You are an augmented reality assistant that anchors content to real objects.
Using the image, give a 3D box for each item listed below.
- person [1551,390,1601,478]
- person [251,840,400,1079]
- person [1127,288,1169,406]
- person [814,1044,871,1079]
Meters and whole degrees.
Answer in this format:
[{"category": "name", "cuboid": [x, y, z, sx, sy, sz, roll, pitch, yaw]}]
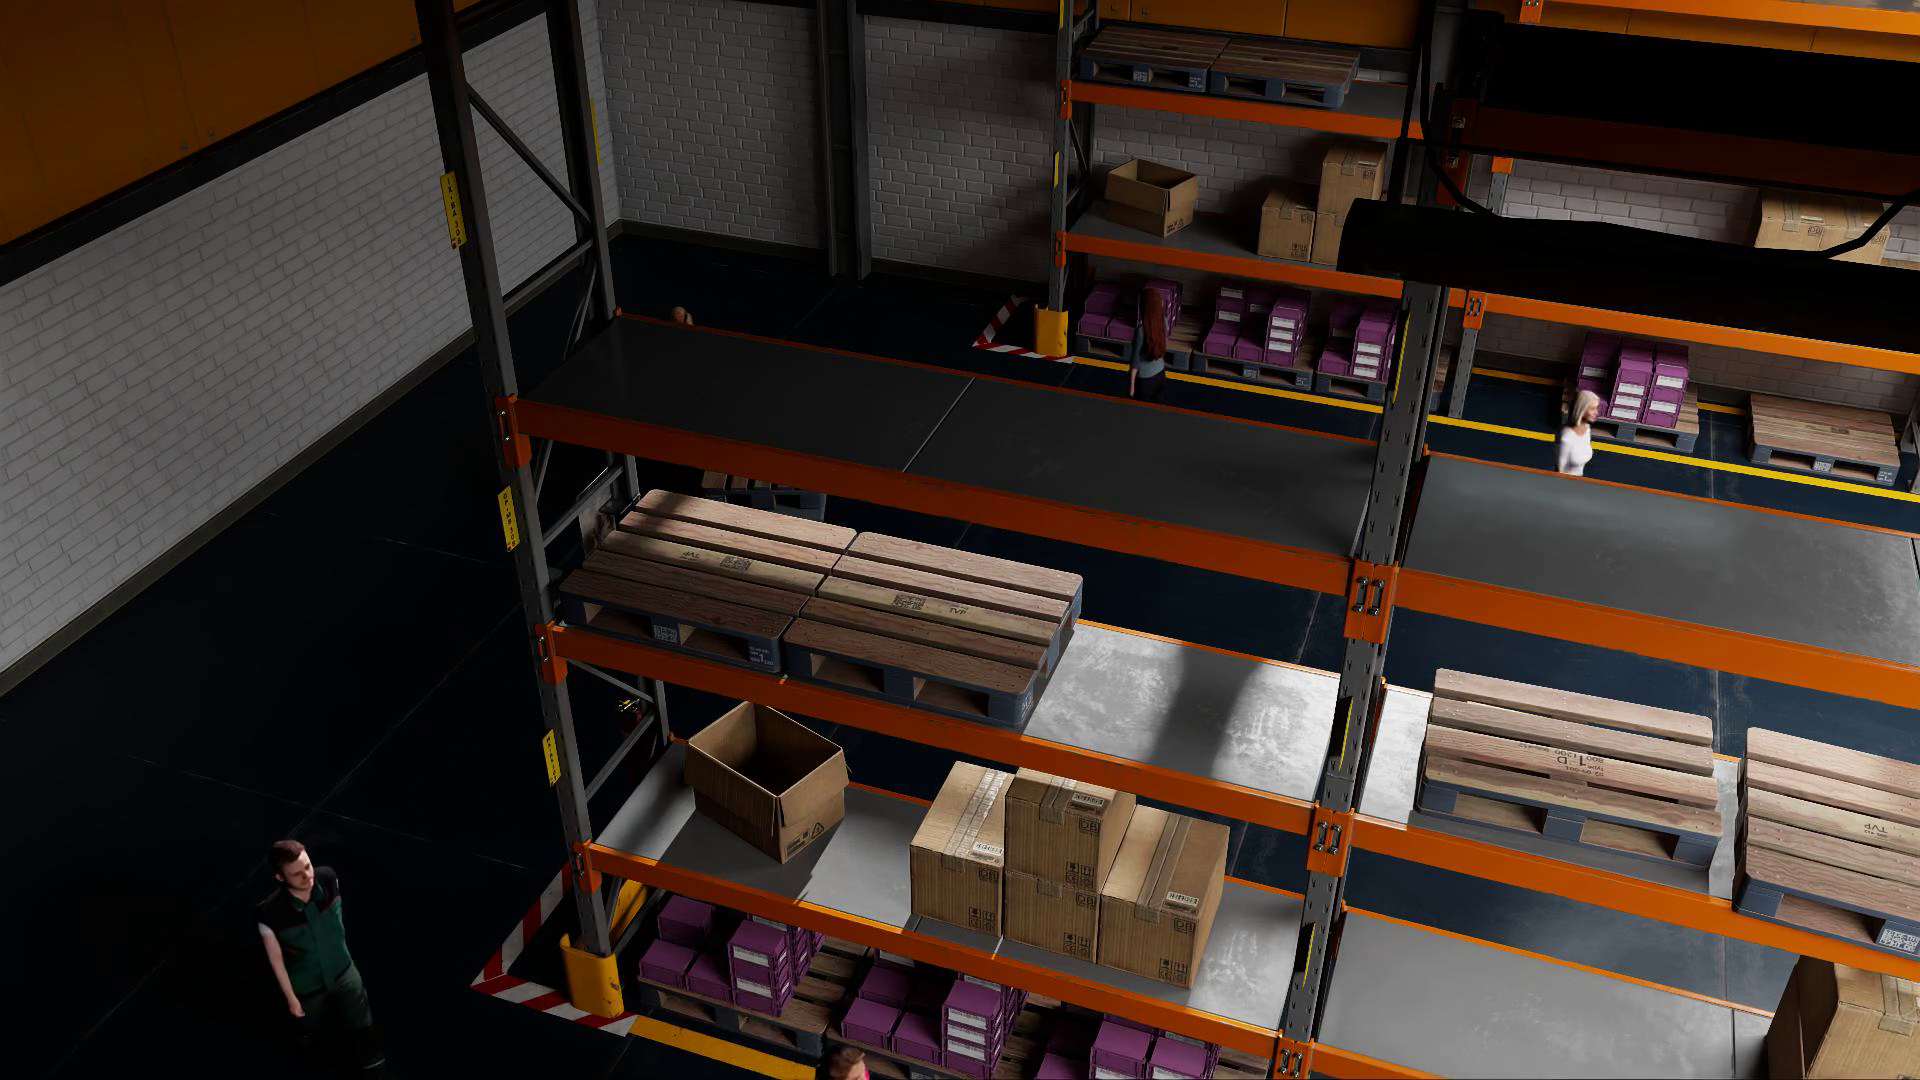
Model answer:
[{"category": "person", "cuboid": [4.680, -0.424, 13.148, 0.785, 1.735, 0.925, -27, 42, -34]}, {"category": "person", "cuboid": [-3.529, 2.309, 8.978, 1.269, 1.799, 0.946, 25, 41, 33]}, {"category": "person", "cuboid": [1.657, -1.392, 14.600, 0.640, 1.739, 0.653, -29, 43, -36]}, {"category": "person", "cuboid": [-0.631, 2.993, 8.021, 0.679, 1.719, 0.599, 15, 36, 21]}]
